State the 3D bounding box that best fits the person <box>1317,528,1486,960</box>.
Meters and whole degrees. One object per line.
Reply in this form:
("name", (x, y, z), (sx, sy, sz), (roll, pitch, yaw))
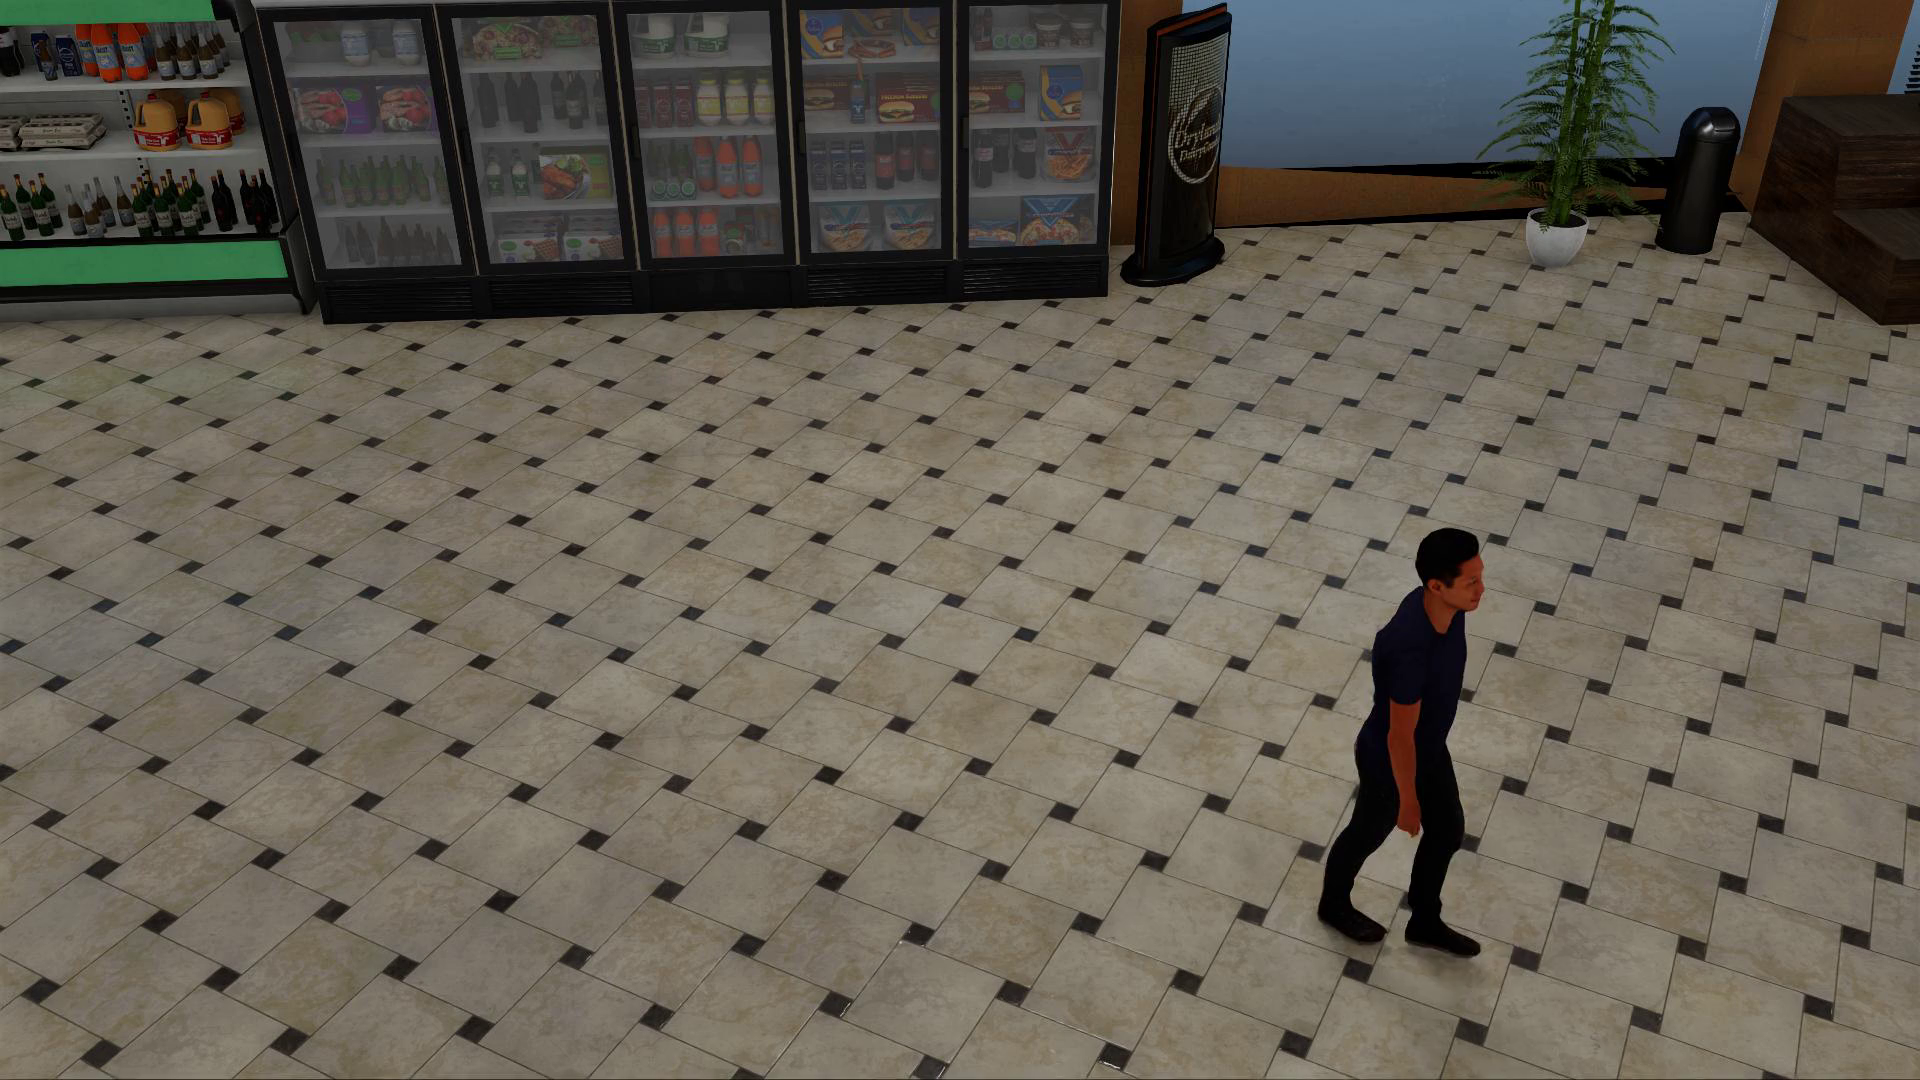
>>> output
("person", (1.438, 0.699, 5.681), (0.973, 1.772, 0.910), (23, 39, 32))
